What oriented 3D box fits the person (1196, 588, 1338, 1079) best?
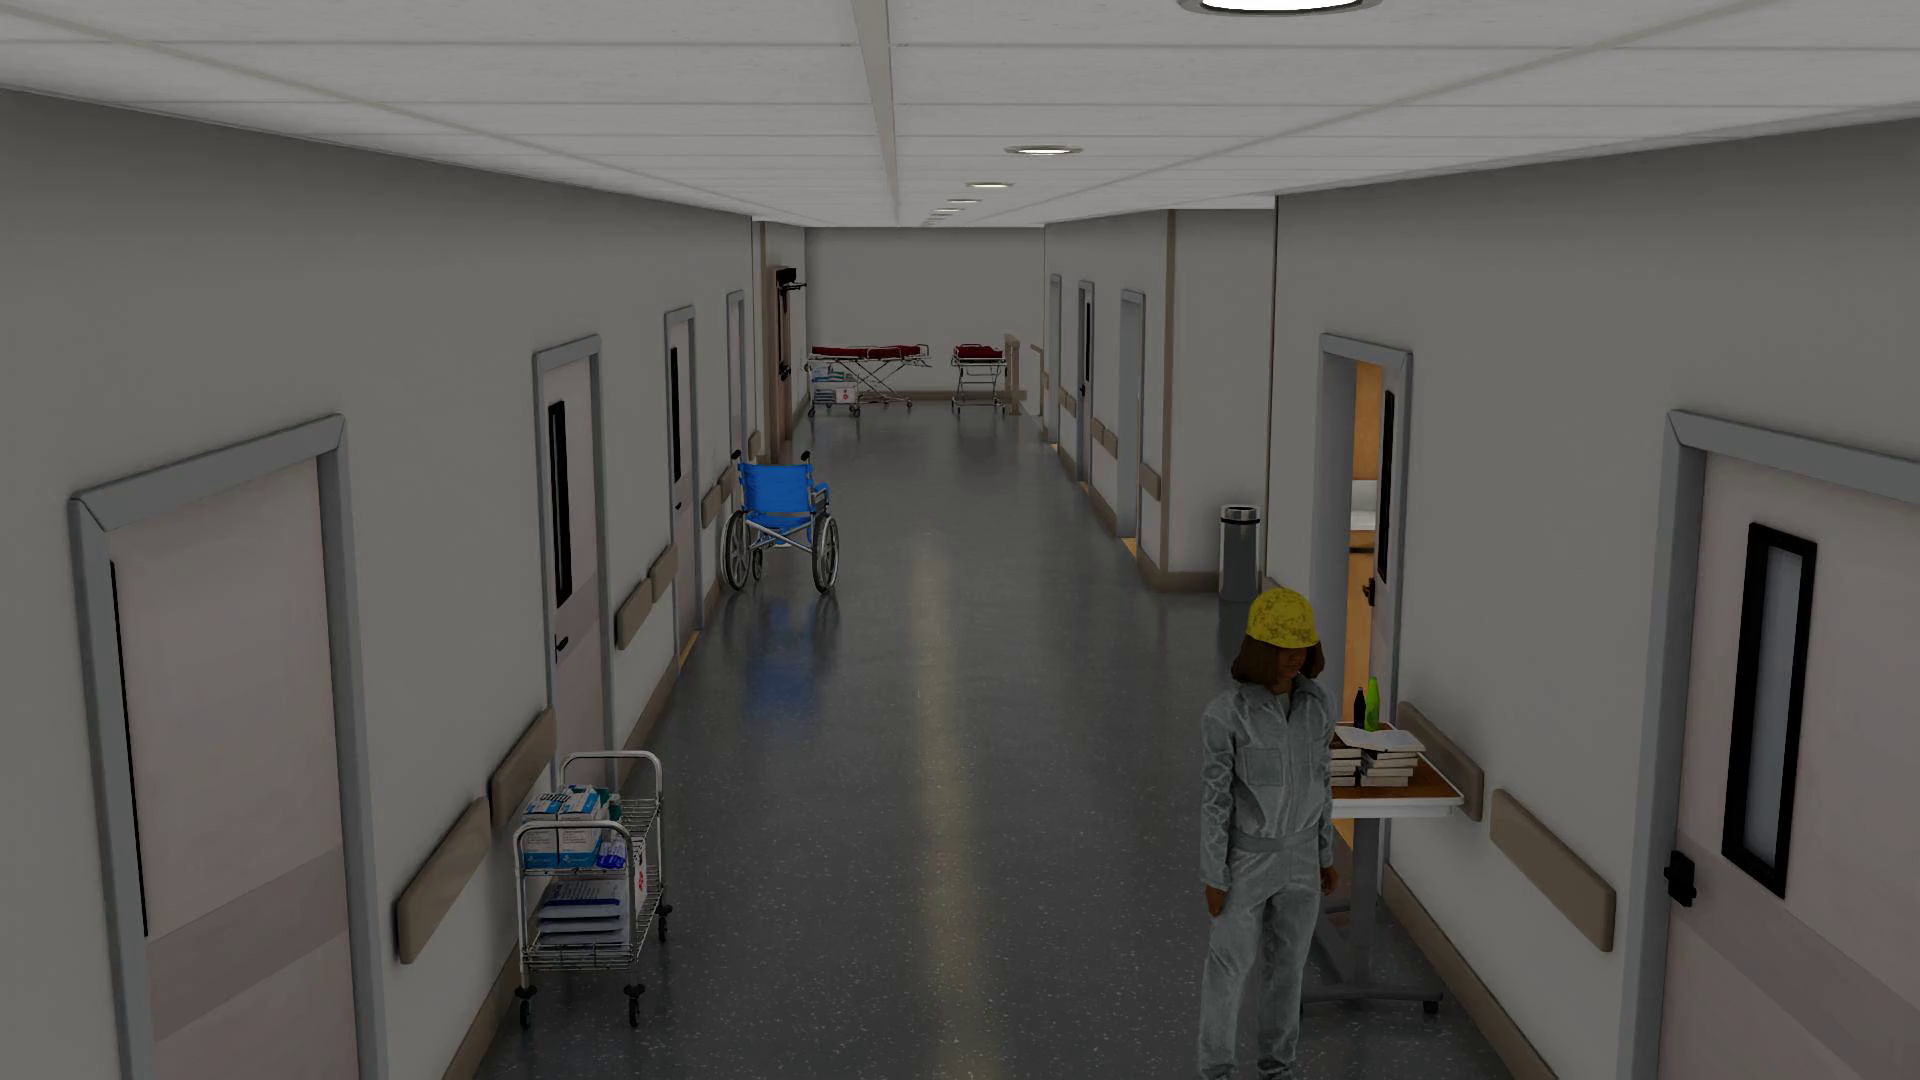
[{"bbox_3d":[0.964,0.999,5.124,0.494,1.743,0.307,-5,11,-26],"label":"person"}]
